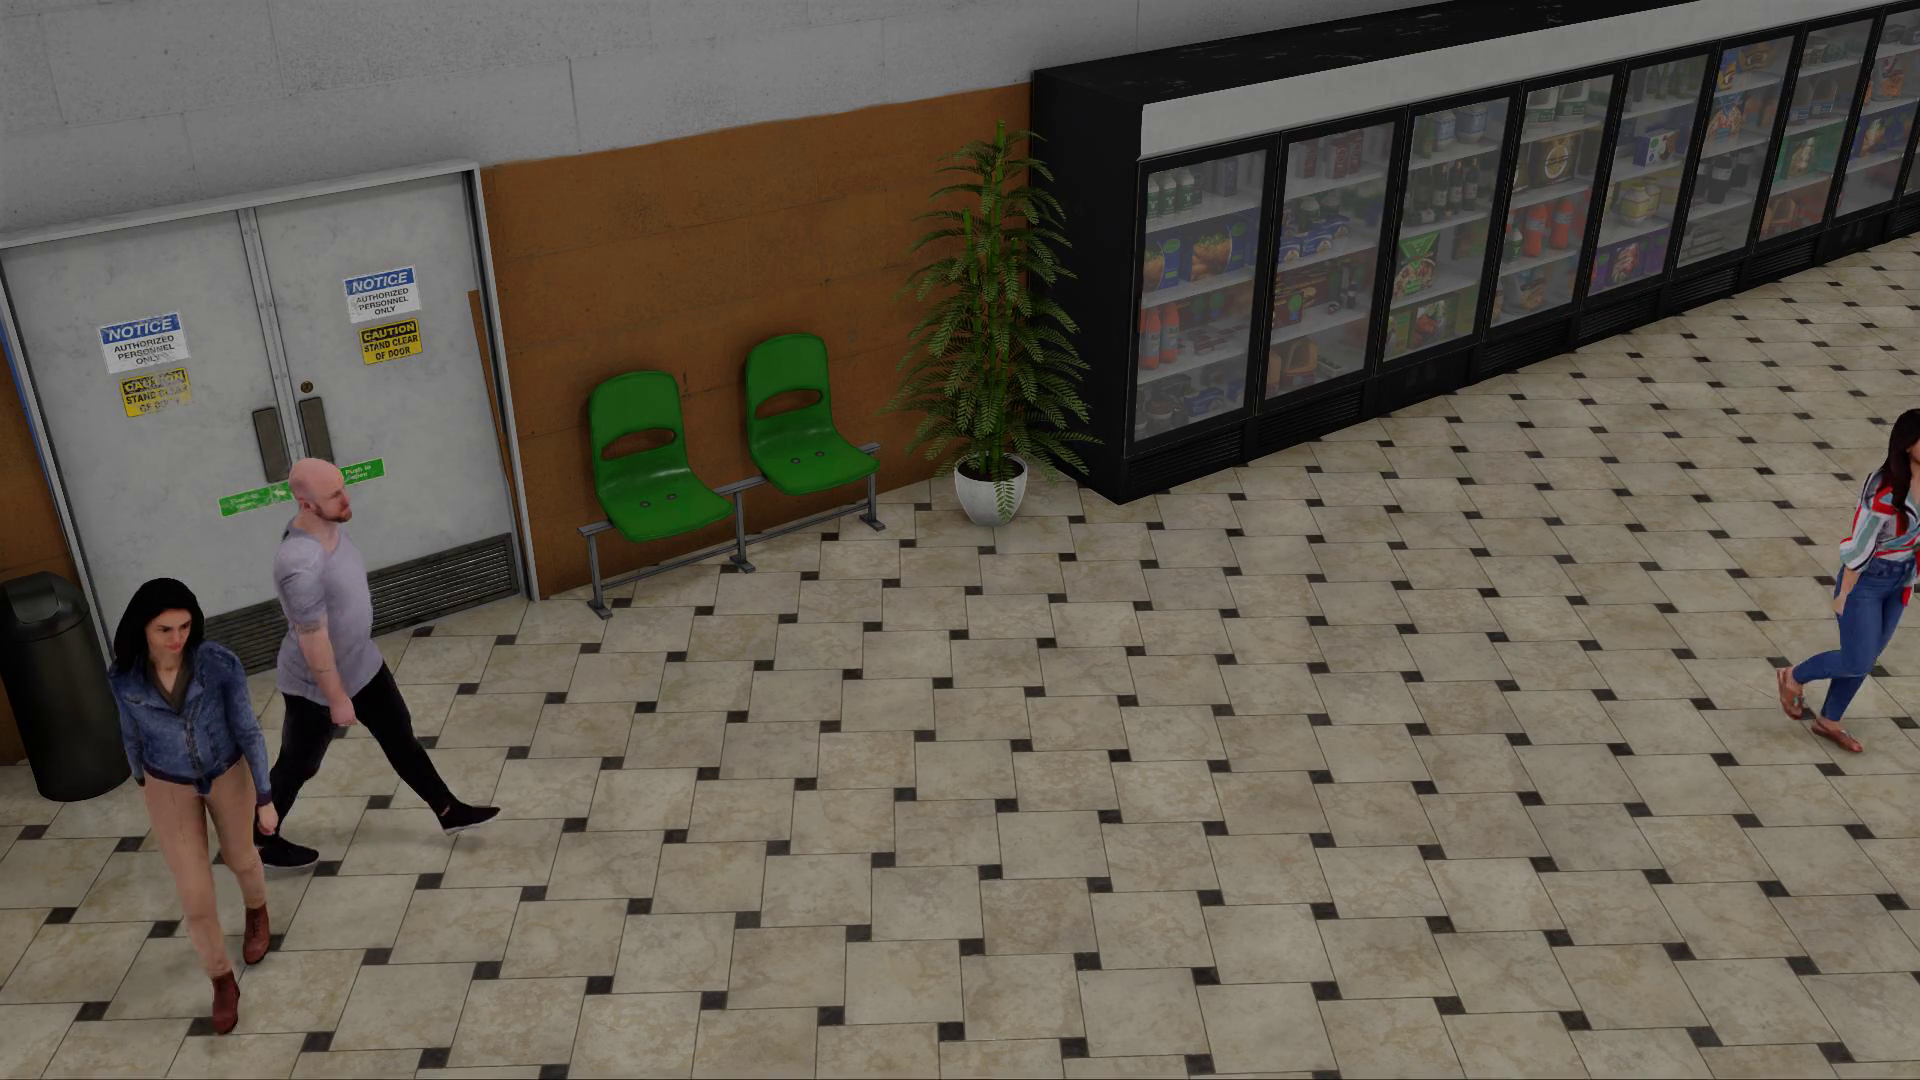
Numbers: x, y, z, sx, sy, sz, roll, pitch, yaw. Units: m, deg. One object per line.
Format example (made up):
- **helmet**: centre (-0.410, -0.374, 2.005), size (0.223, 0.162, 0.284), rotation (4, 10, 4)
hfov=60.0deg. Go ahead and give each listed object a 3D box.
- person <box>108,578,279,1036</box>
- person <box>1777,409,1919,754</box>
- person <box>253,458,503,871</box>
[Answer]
- **person**: centre (-2.651, 0.843, 5.828), size (0.787, 1.734, 0.982), rotation (-5, 29, -9)
- **person**: centre (3.886, 0.159, 7.218), size (0.639, 1.604, 0.699), rotation (-13, 31, -23)
- **person**: centre (-2.511, 0.524, 6.362), size (1.185, 1.783, 1.286), rotation (-5, 29, -8)
